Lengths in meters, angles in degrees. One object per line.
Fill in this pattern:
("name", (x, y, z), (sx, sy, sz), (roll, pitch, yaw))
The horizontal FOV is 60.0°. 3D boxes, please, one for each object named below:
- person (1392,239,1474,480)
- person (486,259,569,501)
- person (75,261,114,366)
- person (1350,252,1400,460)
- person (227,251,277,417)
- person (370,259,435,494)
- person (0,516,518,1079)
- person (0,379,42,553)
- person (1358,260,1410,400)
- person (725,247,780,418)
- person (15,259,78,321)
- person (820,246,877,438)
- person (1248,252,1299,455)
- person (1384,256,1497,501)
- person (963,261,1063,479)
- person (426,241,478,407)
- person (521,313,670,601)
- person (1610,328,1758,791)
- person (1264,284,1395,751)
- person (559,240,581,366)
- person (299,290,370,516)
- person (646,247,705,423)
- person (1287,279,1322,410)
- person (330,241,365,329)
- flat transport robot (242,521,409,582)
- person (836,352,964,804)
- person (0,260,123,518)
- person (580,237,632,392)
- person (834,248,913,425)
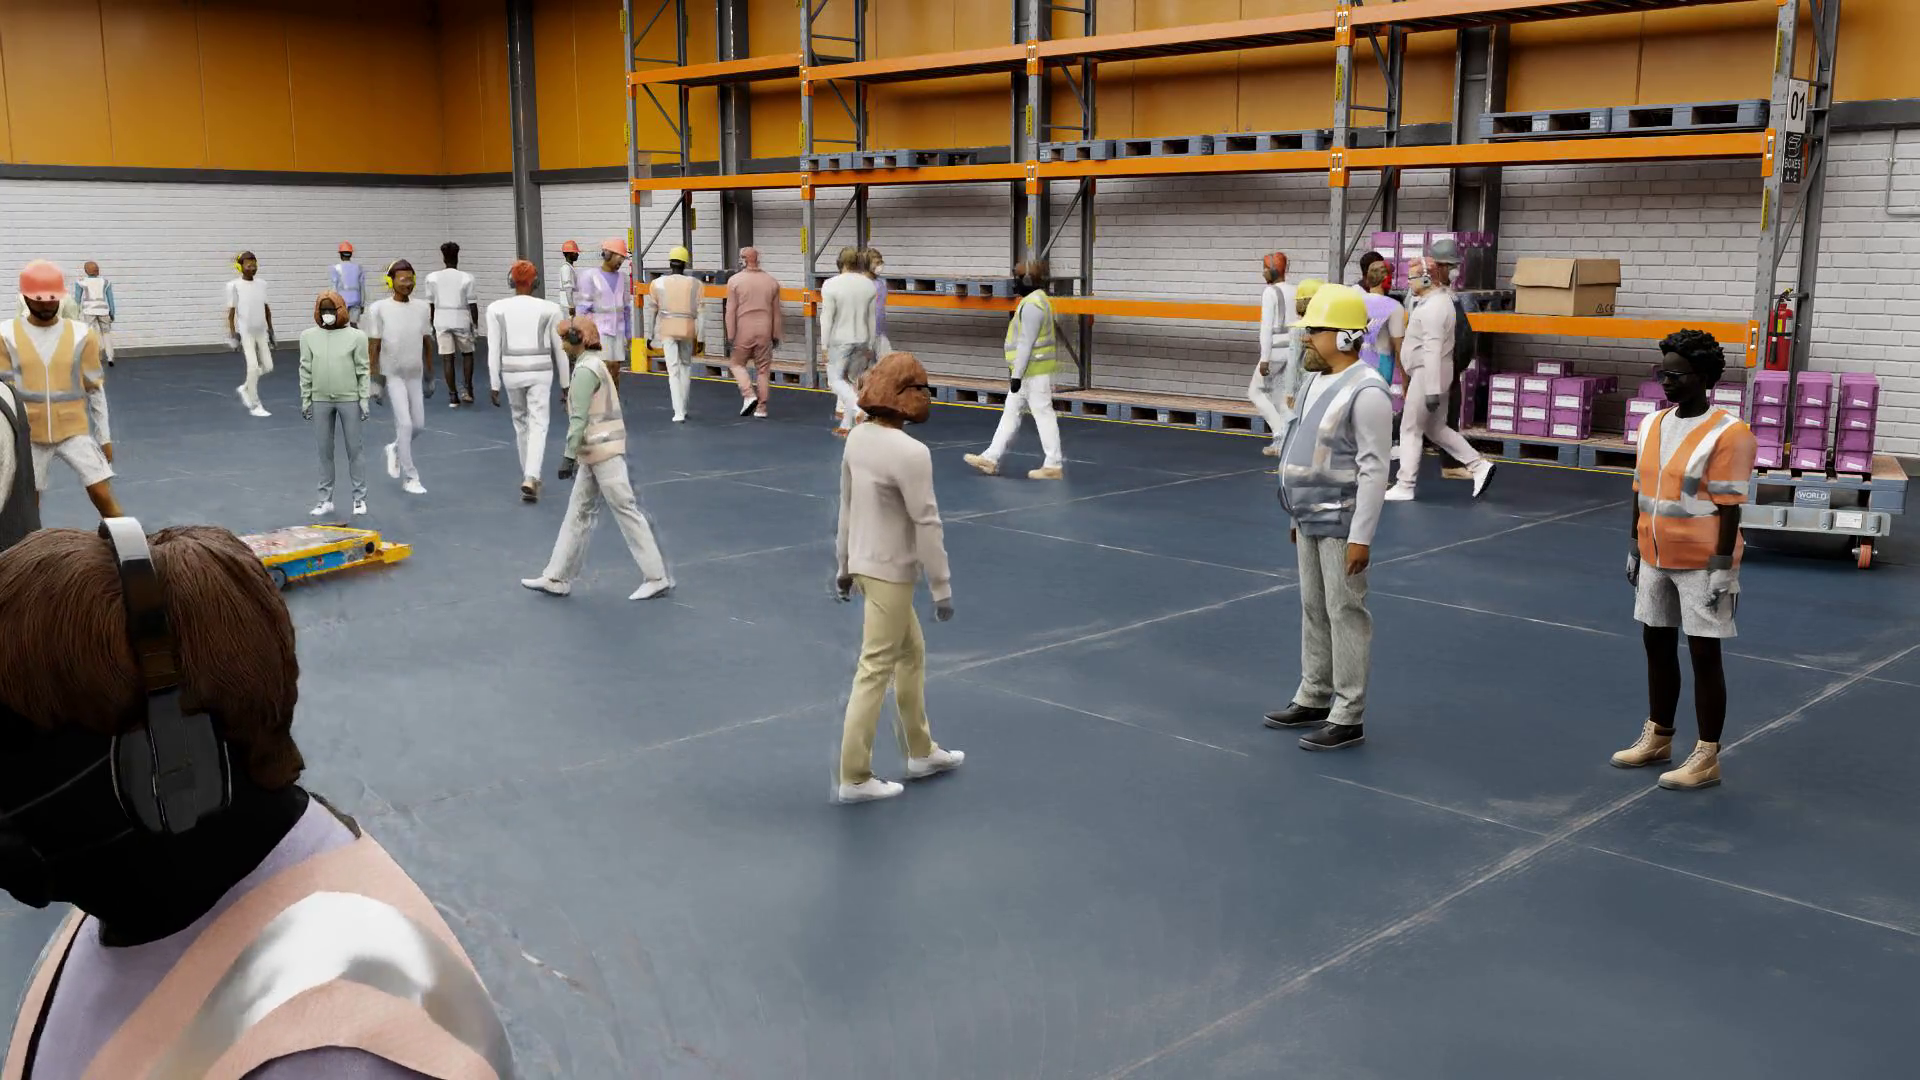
("person", (3.846, -1.515, 13.804), (0.891, 2.000, 0.683), (6, 12, 28))
("person", (-3.321, -1.231, 12.802), (0.588, 1.848, 0.958), (-1, 10, -5))
("person", (-13.264, -3.456, 25.503), (0.544, 1.635, 0.335), (-9, 14, -41))
("person", (3.695, -1.642, 14.960), (0.964, 1.858, 0.736), (7, 12, 33))
("person", (-7.981, -2.313, 18.674), (0.538, 1.850, 0.535), (6, 12, 30))
("person", (-4.459, -1.301, 13.199), (0.544, 1.847, 0.701), (-9, 14, -42))
("person", (-0.646, 0.894, 1.295), (0.791, 1.814, 0.631), (-9, 14, -40))
("person", (-3.177, 0.121, 5.421), (0.342, 1.846, 0.509), (-3, 11, -14))
("person", (3.270, -1.271, 13.072), (0.499, 1.826, 0.571), (-6, 12, -28))
("person", (-2.276, -2.271, 18.338), (0.671, 1.891, 0.439), (-5, 12, -27))
("person", (-9.259, -1.950, 16.900), (0.601, 1.788, 0.941), (1, 10, 6))
("person", (-1.071, -1.938, 16.448), (0.639, 1.918, 0.675), (-9, 13, -39))
("person", (2.877, -1.680, 15.168), (0.423, 1.869, 0.609), (9, 14, 41))
("person", (3.622, -1.197, 12.557), (0.819, 1.869, 0.683), (4, 11, 23))
("person", (0.453, -1.396, 13.792), (0.901, 1.802, 0.654), (1, 10, 3))
("person", (-6.011, -2.561, 19.783), (0.611, 1.947, 0.564), (-2, 11, -9))
("person", (-2.031, -0.456, 9.267), (0.836, 1.590, 0.491), (-2, 11, -12))
("person", (2.662, 0.069, 6.128), (0.321, 1.689, 0.530), (-4, 11, -21))
("person", (1.459, -0.087, 6.582), (0.404, 1.835, 0.587), (-2, 11, -12))
("person", (-6.013, -3.657, 25.764), (0.360, 1.939, 0.543), (-3, 11, -14))
("person", (-4.523, -0.990, 12.060), (0.497, 1.632, 0.289), (-1, 10, -6))
("person", (-3.118, -2.249, 18.224), (0.604, 1.884, 0.898), (-4, 11, -19))
("person", (2.791, -1.154, 12.796), (0.524, 1.690, 0.910), (-5, 12, -26))
("person", (-9.856, -3.830, 26.750), (0.585, 1.920, 0.408), (-9, 14, -41))
("flat transport robot", (-4.014, 0.104, 9.807), (0.652, 0.197, 1.431), (5, 11, 25))
("person", (-0.165, 0.131, 5.981), (0.699, 1.606, 0.533), (-6, 12, -29))
("person", (-4.981, -0.606, 9.271), (0.700, 1.900, 0.514), (-6, 12, -31))
("person", (-3.786, -2.232, 17.823), (0.644, 2.004, 0.492), (-10, 14, -43))
("person", (-0.954, -2.157, 17.749), (1.042, 1.886, 0.650), (7, 12, 33))
